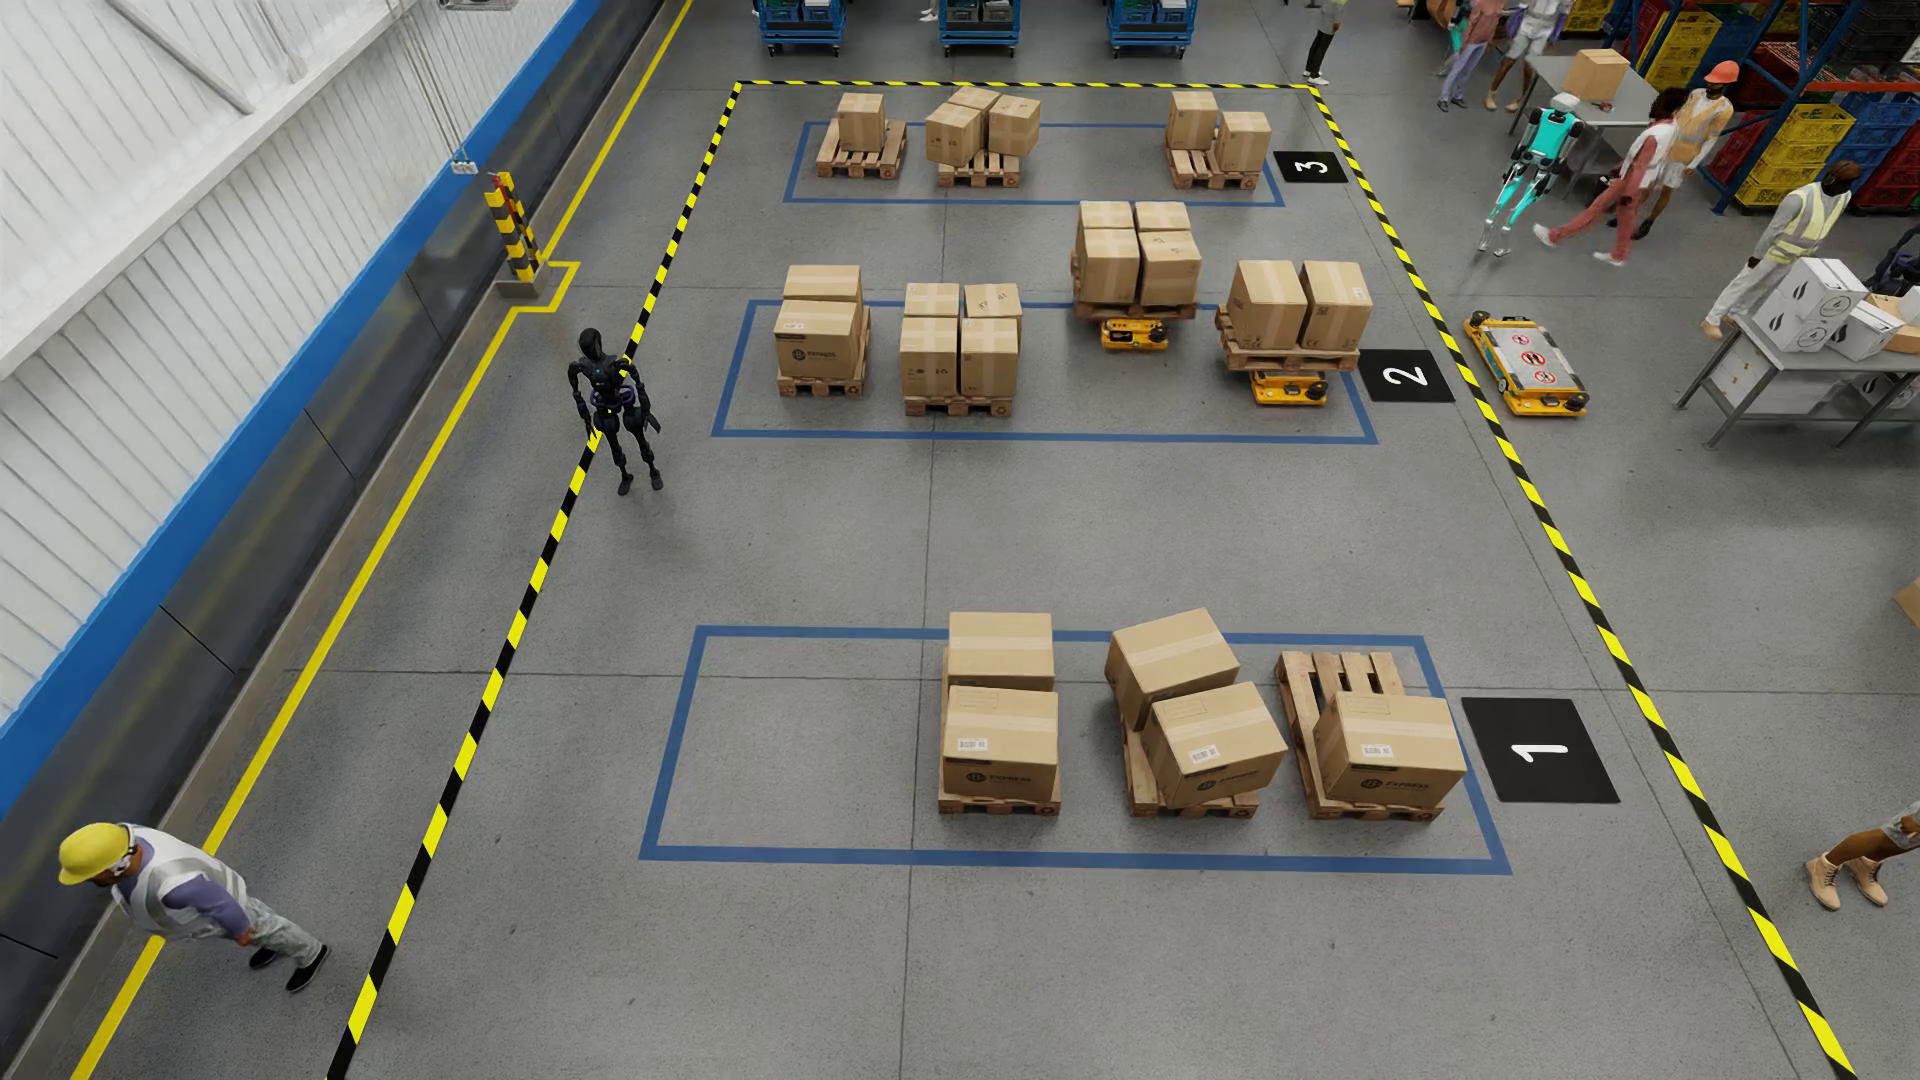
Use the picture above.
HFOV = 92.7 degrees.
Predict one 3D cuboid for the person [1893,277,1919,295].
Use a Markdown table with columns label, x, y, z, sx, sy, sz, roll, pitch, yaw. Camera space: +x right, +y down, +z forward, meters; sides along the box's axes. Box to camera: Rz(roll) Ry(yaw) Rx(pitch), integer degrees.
| label | x | y | z | sx | sy | sz | roll | pitch | yaw |
| --- | --- | --- | --- | --- | --- | --- | --- | --- | --- |
| person | 10.229 | -3.206 | 9.279 | 0.359 | 1.832 | 0.500 | -7 | 49 | -6 |

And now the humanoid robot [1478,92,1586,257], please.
| label | x | y | z | sx | sy | sz | roll | pitch | yaw |
| --- | --- | --- | --- | --- | --- | --- | --- | --- | --- |
| humanoid robot | 5.983 | -3.807 | 9.769 | 0.735 | 1.677 | 0.533 | -35 | 58 | -27 |

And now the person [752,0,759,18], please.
| label | x | y | z | sx | sy | sz | roll | pitch | yaw |
| --- | --- | --- | --- | --- | --- | --- | --- | --- | --- |
| person | -3.268 | -9.373 | 14.587 | 0.528 | 1.870 | 0.322 | -15 | 51 | -12 |

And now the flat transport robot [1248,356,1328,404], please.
| label | x | y | z | sx | sy | sz | roll | pitch | yaw |
| --- | --- | --- | --- | --- | --- | --- | --- | --- | --- |
| flat transport robot | 3.175 | -1.891 | 9.152 | 0.652 | 0.197 | 1.431 | 1 | 49 | 1 |

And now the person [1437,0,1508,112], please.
| label | x | y | z | sx | sy | sz | roll | pitch | yaw |
| --- | --- | --- | --- | --- | --- | --- | --- | --- | --- |
| person | 6.980 | -6.732 | 12.366 | 0.531 | 1.771 | 0.296 | -16 | 51 | -14 |

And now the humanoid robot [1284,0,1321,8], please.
| label | x | y | z | sx | sy | sz | roll | pitch | yaw |
| --- | --- | --- | --- | --- | --- | --- | --- | --- | --- |
| humanoid robot | 5.767 | -9.550 | 14.877 | 0.633 | 1.632 | 0.601 | -4 | 49 | -3 |

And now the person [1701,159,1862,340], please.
| label | x | y | z | sx | sy | sz | roll | pitch | yaw |
| --- | --- | --- | --- | --- | --- | --- | --- | --- | --- |
| person | 8.003 | -2.798 | 8.915 | 0.622 | 1.843 | 0.431 | -8 | 50 | -7 |

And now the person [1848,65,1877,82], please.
| label | x | y | z | sx | sy | sz | roll | pitch | yaw |
| --- | --- | --- | --- | --- | --- | --- | --- | --- | --- |
| person | 13.044 | -7.143 | 12.756 | 0.510 | 1.718 | 0.457 | -16 | 51 | -13 |

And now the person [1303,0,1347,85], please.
| label | x | y | z | sx | sy | sz | roll | pitch | yaw |
| --- | --- | --- | --- | --- | --- | --- | --- | --- | --- |
| person | 5.291 | -7.448 | 12.934 | 0.395 | 1.849 | 0.592 | 1 | 49 | 1 |

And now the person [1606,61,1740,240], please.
| label | x | y | z | sx | sy | sz | roll | pitch | yaw |
| --- | --- | --- | --- | --- | --- | --- | --- | --- | --- |
| person | 7.933 | -4.280 | 10.134 | 0.367 | 1.939 | 0.542 | -15 | 51 | -12 |

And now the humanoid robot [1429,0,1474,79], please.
| label | x | y | z | sx | sy | sz | roll | pitch | yaw |
| --- | --- | --- | --- | --- | --- | --- | --- | --- | --- |
| humanoid robot | 7.225 | -7.432 | 13.007 | 0.698 | 1.804 | 0.554 | 24 | 53 | 19 |

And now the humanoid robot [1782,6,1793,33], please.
| label | x | y | z | sx | sy | sz | roll | pitch | yaw |
| --- | --- | --- | --- | --- | --- | --- | --- | --- | --- |
| humanoid robot | 13.309 | -8.743 | 14.159 | 0.599 | 1.657 | 0.315 | -10 | 50 | -9 |

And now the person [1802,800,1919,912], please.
| label | x | y | z | sx | sy | sz | roll | pitch | yaw |
| --- | --- | --- | --- | --- | --- | --- | --- | --- | --- |
| person | 5.582 | 1.511 | 5.052 | 0.606 | 2.046 | 0.369 | -2 | 49 | -2 |

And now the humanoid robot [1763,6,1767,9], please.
| label | x | y | z | sx | sy | sz | roll | pitch | yaw |
| --- | --- | --- | --- | --- | --- | --- | --- | --- | --- |
| humanoid robot | 13.677 | -9.589 | 14.907 | 0.485 | 1.645 | 0.611 | 16 | 51 | 14 |

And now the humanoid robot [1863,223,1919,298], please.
| label | x | y | z | sx | sy | sz | roll | pitch | yaw |
| --- | --- | --- | --- | --- | --- | --- | --- | --- | --- |
| humanoid robot | 9.053 | -2.472 | 8.743 | 0.594 | 1.647 | 0.341 | 25 | 54 | 20 |

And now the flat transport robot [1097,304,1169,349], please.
| label | x | y | z | sx | sy | sz | roll | pitch | yaw |
| --- | --- | --- | --- | --- | --- | --- | --- | --- | --- |
| flat transport robot | 1.790 | -2.545 | 9.718 | 0.652 | 0.197 | 1.431 | 1 | 49 | 1 |

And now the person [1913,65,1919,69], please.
| label | x | y | z | sx | sy | sz | roll | pitch | yaw |
| --- | --- | --- | --- | --- | --- | --- | --- | --- | --- |
| person | 14.552 | -7.873 | 13.313 | 0.387 | 1.836 | 0.561 | -20 | 52 | -17 |

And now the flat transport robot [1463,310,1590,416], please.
| label | x | y | z | sx | sy | sz | roll | pitch | yaw |
| --- | --- | --- | --- | --- | --- | --- | --- | --- | --- |
| flat transport robot | 5.573 | -1.757 | 9.054 | 0.659 | 0.231 | 1.431 | 1 | 49 | 1 |

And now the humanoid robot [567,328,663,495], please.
| label | x | y | z | sx | sy | sz | roll | pitch | yaw |
| --- | --- | --- | --- | --- | --- | --- | --- | --- | --- |
| humanoid robot | -2.786 | -1.030 | 7.483 | 0.599 | 1.657 | 0.315 | -7 | 50 | -6 |

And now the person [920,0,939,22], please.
| label | x | y | z | sx | sy | sz | roll | pitch | yaw |
| --- | --- | --- | --- | --- | --- | --- | --- | --- | --- |
| person | -0.494 | -9.245 | 14.476 | 0.328 | 1.872 | 0.507 | 3 | 49 | 3 |

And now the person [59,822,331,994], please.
| label | x | y | z | sx | sy | sz | roll | pitch | yaw |
| --- | --- | --- | --- | --- | --- | --- | --- | --- | --- |
| person | -3.978 | 1.932 | 4.825 | 0.590 | 1.833 | 0.404 | 22 | 53 | 18 |

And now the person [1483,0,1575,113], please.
| label | x | y | z | sx | sy | sz | roll | pitch | yaw |
| --- | --- | --- | --- | --- | --- | --- | --- | --- | --- |
| person | 7.661 | -6.767 | 12.243 | 0.634 | 2.010 | 0.436 | 27 | 54 | 22 |

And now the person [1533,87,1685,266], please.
| label | x | y | z | sx | sy | sz | roll | pitch | yaw |
| --- | --- | --- | --- | --- | --- | --- | --- | --- | --- |
| person | 7.115 | -3.932 | 9.878 | 0.593 | 1.869 | 0.998 | -37 | 58 | -27 |
